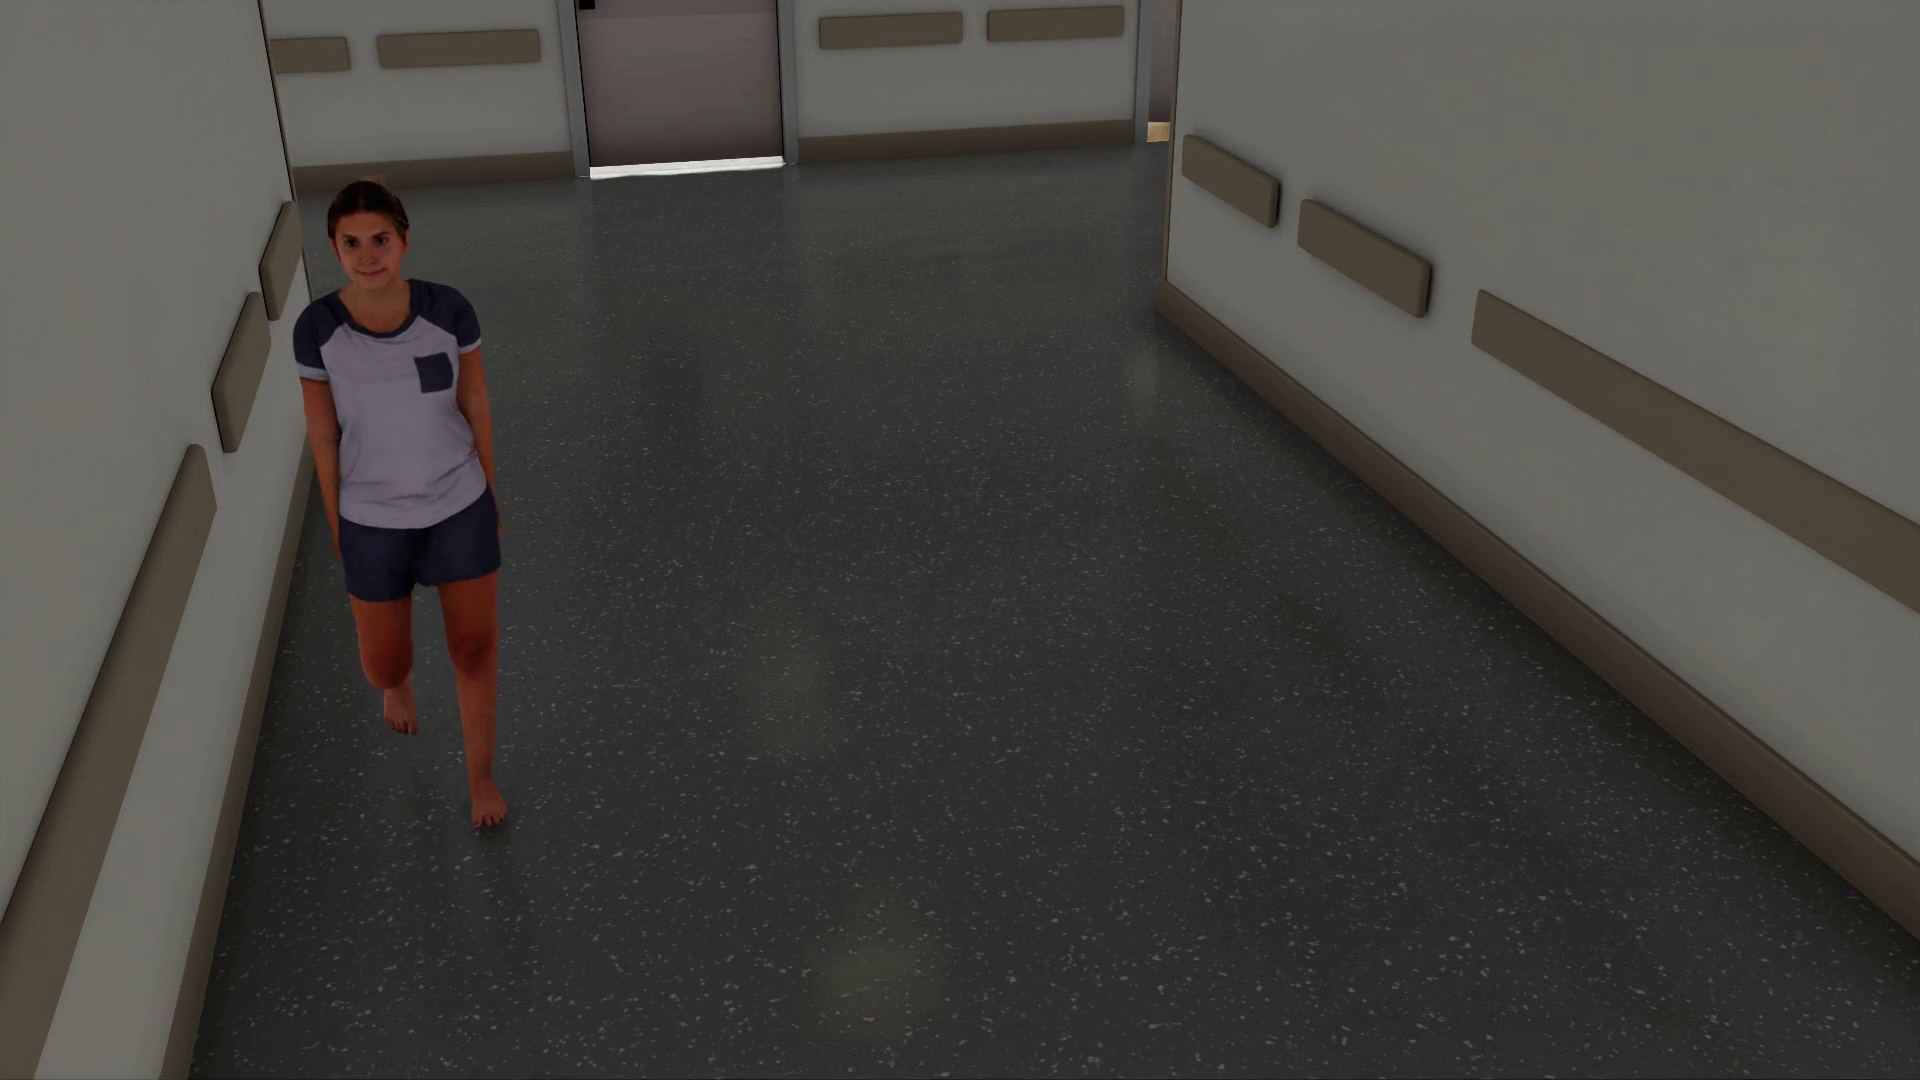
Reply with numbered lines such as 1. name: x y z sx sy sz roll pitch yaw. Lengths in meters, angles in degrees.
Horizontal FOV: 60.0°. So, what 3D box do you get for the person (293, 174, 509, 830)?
1. person: -1.326 -0.086 4.043 0.776 1.608 0.682 -10 28 -20
